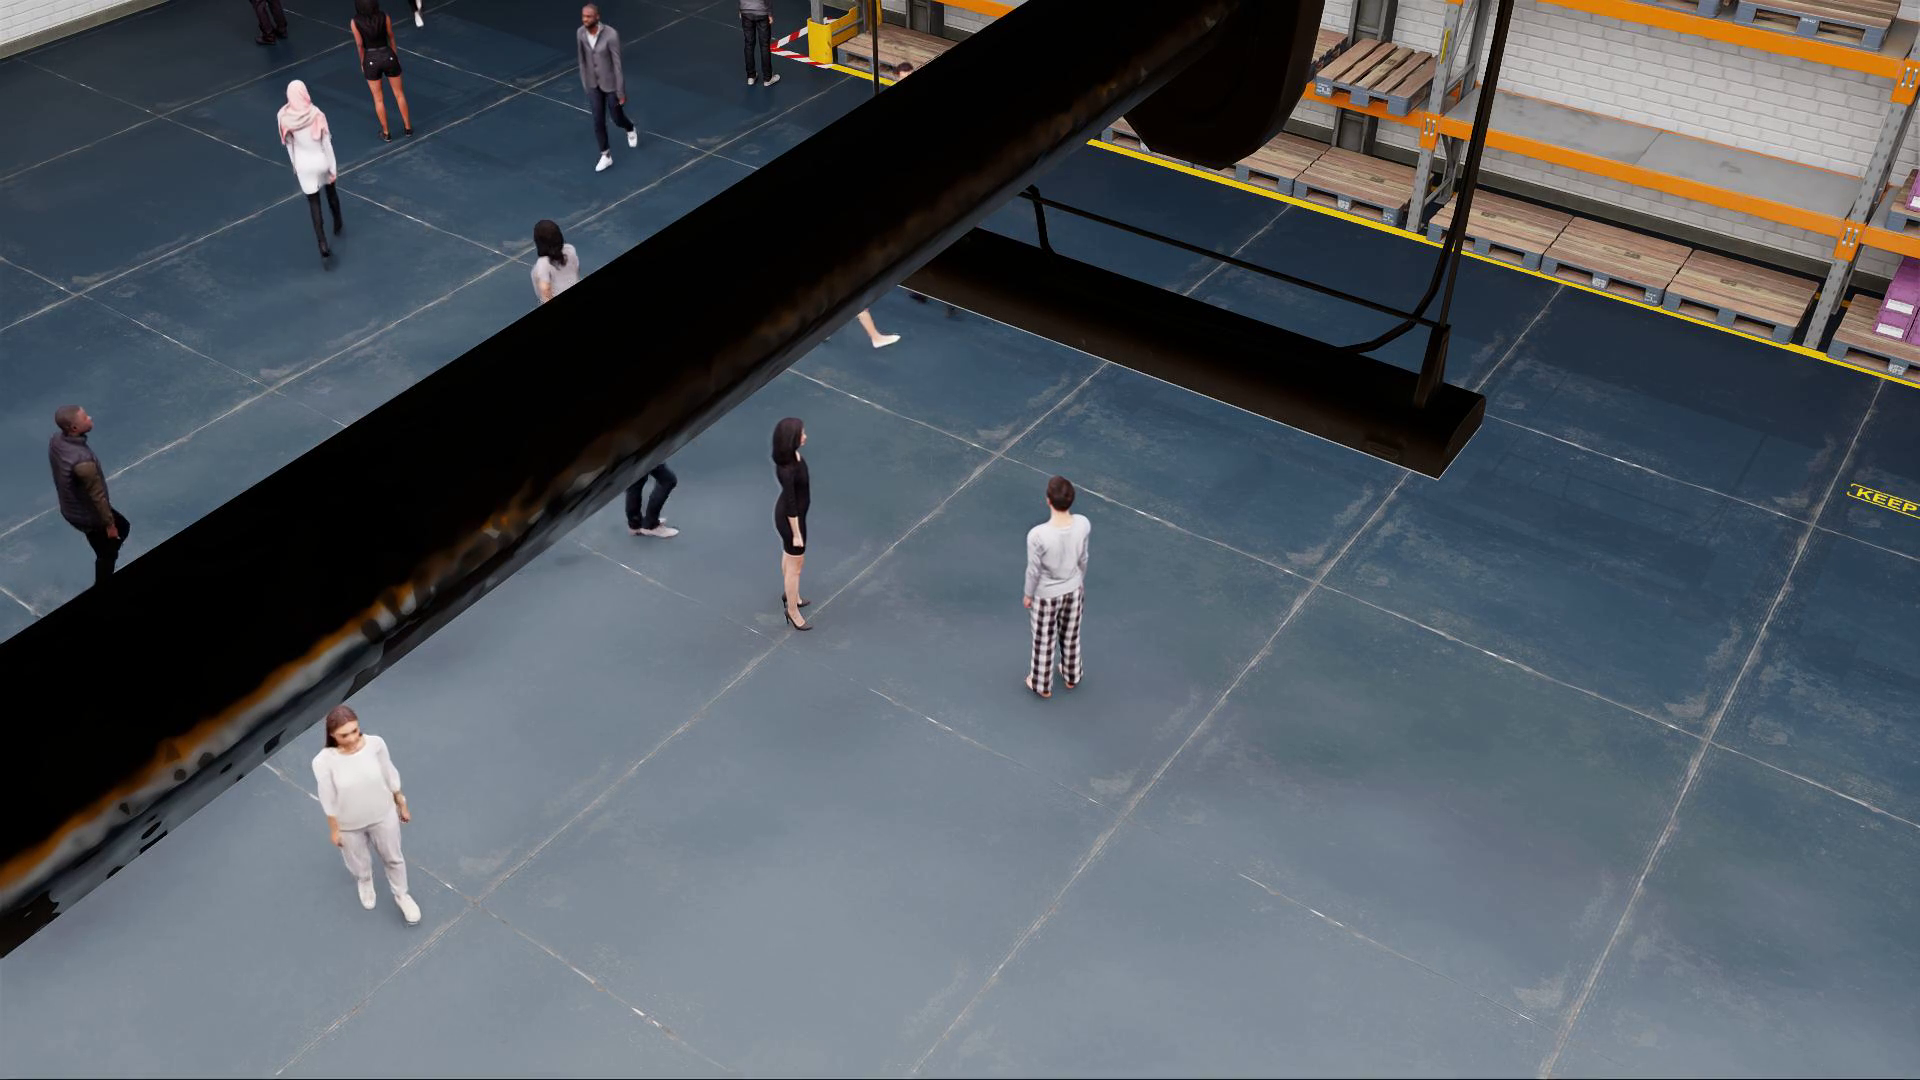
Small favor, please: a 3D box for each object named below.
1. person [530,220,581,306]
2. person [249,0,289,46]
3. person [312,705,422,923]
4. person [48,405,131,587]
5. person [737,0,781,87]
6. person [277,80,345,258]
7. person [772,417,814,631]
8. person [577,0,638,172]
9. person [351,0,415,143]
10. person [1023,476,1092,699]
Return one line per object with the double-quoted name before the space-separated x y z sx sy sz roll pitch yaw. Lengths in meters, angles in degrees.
"person" -3.492 -2.082 14.763 0.749 1.594 0.617 24 45 27
"person" -8.893 -7.200 20.968 0.627 1.848 0.702 16 41 19
"person" -3.621 1.627 10.046 0.763 1.684 0.828 -24 44 -27
"person" -6.463 -0.179 12.205 0.866 1.813 0.725 -26 46 -29
"person" -2.458 -6.334 19.952 0.598 1.761 0.745 10 40 12
"person" -6.469 -3.685 16.627 1.096 1.771 1.214 -10 40 -12
"person" -1.223 -0.138 12.162 0.709 1.802 0.667 -4 39 -5
"person" -3.858 -5.018 18.275 1.070 1.799 1.001 10 40 12
"person" -6.532 -5.361 18.751 0.671 1.741 0.665 -19 43 -23
"person" 0.676 0.338 11.529 0.703 1.847 0.705 -16 41 -19
